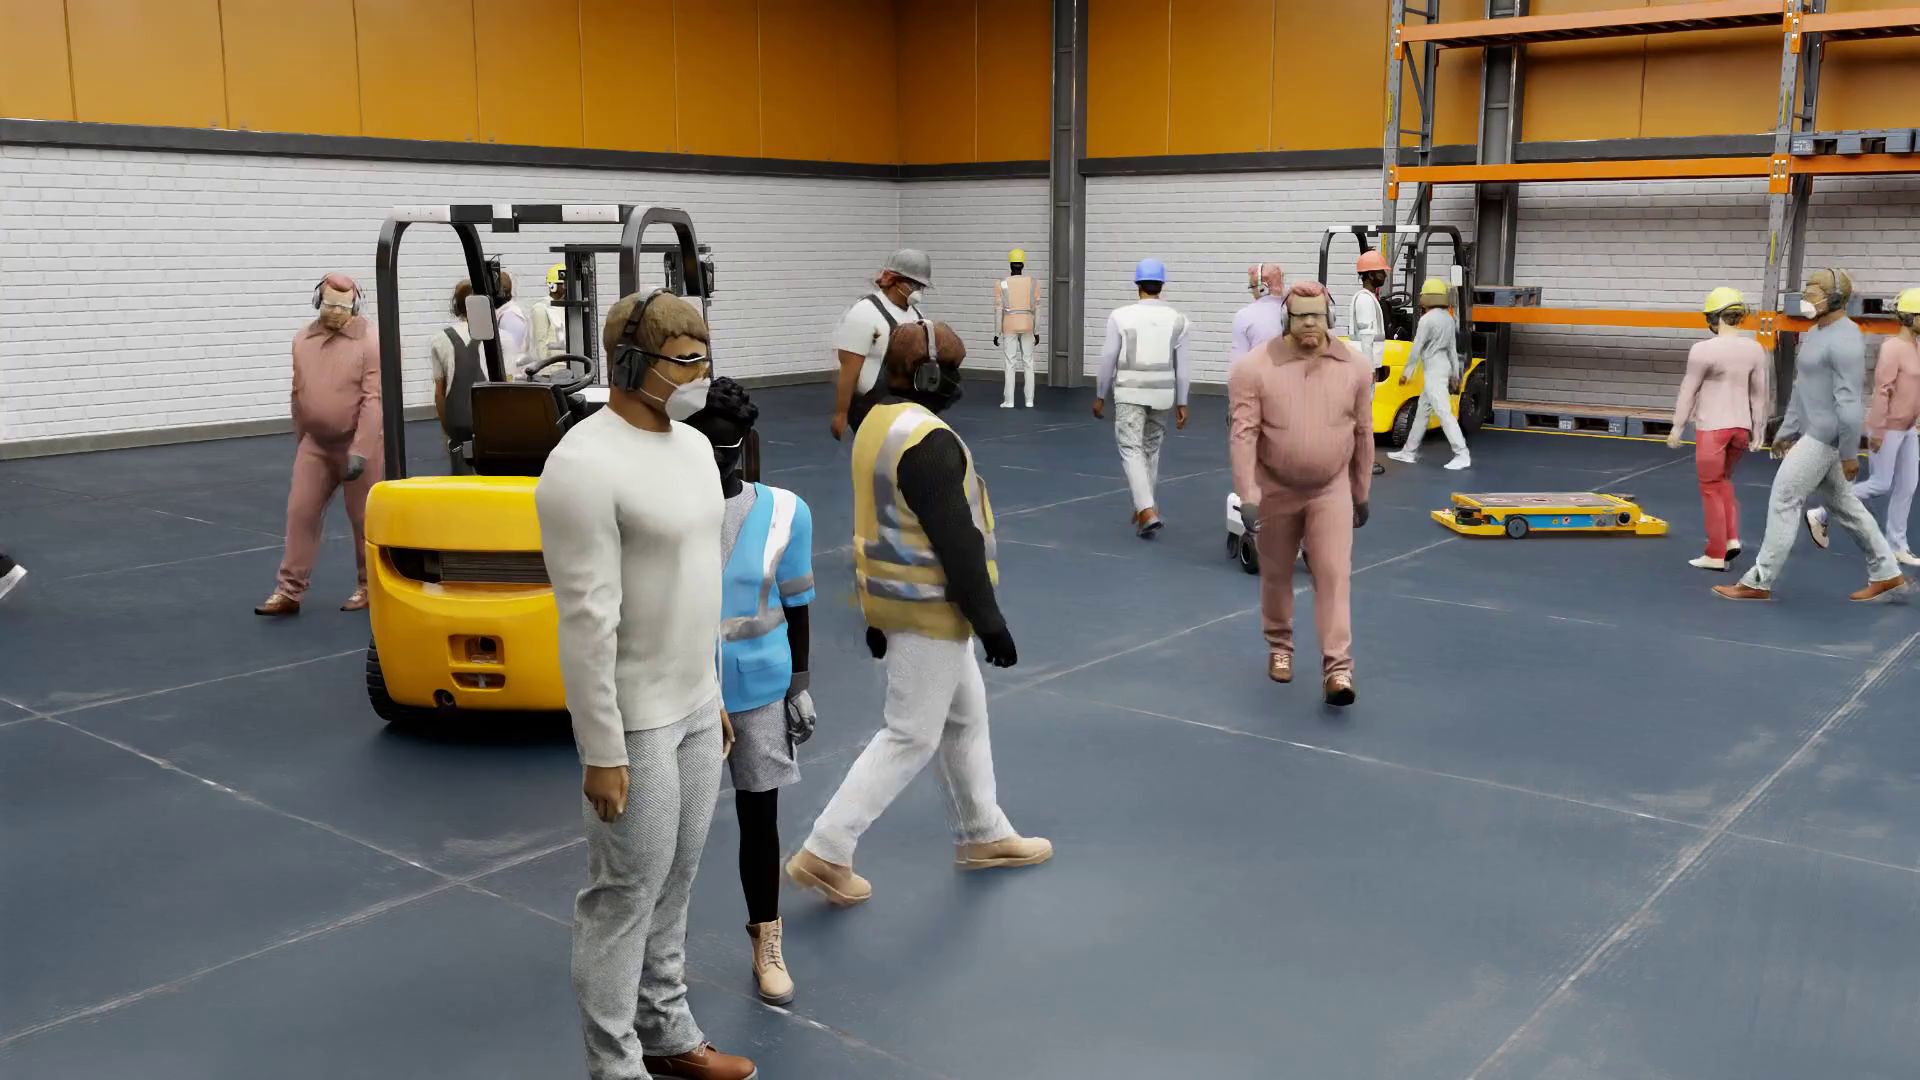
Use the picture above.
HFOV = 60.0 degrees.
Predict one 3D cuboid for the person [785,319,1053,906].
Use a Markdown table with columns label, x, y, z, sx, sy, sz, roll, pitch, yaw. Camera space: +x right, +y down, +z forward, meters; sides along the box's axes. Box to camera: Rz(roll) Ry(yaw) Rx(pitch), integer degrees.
| label | x | y | z | sx | sy | sz | roll | pitch | yaw |
| --- | --- | --- | --- | --- | --- | --- | --- | --- | --- |
| person | -0.133 | 0.222 | 5.136 | 0.892 | 1.803 | 0.630 | -3 | 11 | -16 |

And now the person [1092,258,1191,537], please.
| label | x | y | z | sx | sy | sz | roll | pitch | yaw |
| --- | --- | --- | --- | --- | --- | --- | --- | --- | --- |
| person | 1.281 | -0.968 | 11.521 | 0.648 | 1.926 | 0.886 | -3 | 11 | -14 |

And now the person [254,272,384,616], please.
| label | x | y | z | sx | sy | sz | roll | pitch | yaw |
| --- | --- | --- | --- | --- | --- | --- | --- | --- | --- |
| person | -3.371 | -0.484 | 8.908 | 0.668 | 1.856 | 0.817 | 3 | 11 | 14 |

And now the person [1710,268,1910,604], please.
| label | x | y | z | sx | sy | sz | roll | pitch | yaw |
| --- | --- | --- | --- | --- | --- | --- | --- | --- | --- |
| person | 4.836 | -0.560 | 9.247 | 1.022 | 1.896 | 0.633 | 3 | 11 | 18 |

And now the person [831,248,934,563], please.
| label | x | y | z | sx | sy | sz | roll | pitch | yaw |
| --- | --- | --- | --- | --- | --- | --- | --- | --- | --- |
| person | -0.384 | -0.814 | 10.208 | 0.811 | 2.000 | 0.763 | 6 | 12 | 32 |

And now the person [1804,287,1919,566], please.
| label | x | y | z | sx | sy | sz | roll | pitch | yaw |
| --- | --- | --- | --- | --- | --- | --- | --- | --- | --- |
| person | 5.804 | -0.719 | 10.497 | 0.543 | 1.746 | 0.665 | -8 | 13 | -38 |

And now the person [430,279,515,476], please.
| label | x | y | z | sx | sy | sz | roll | pitch | yaw |
| --- | --- | --- | --- | --- | --- | --- | --- | --- | --- |
| person | -2.882 | -0.660 | 10.034 | 0.529 | 1.792 | 0.929 | 0 | 10 | -2 |

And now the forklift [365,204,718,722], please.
| label | x | y | z | sx | sy | sz | roll | pitch | yaw |
| --- | --- | --- | --- | --- | --- | --- | --- | --- | --- |
| forklift | -1.766 | -0.406 | 7.525 | 1.214 | 2.155 | 2.313 | 1 | 10 | 7 |

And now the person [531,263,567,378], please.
| label | x | y | z | sx | sy | sz | roll | pitch | yaw |
| --- | --- | --- | --- | --- | --- | --- | --- | --- | --- |
| person | -3.595 | -1.571 | 15.004 | 0.403 | 1.825 | 0.592 | 4 | 11 | 22 |

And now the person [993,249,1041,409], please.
| label | x | y | z | sx | sy | sz | roll | pitch | yaw |
| --- | --- | --- | --- | --- | --- | --- | --- | --- | --- |
| person | 0.688 | -2.545 | 20.112 | 0.585 | 1.928 | 0.369 | -2 | 10 | -12 |

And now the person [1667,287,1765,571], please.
| label | x | y | z | sx | sy | sz | roll | pitch | yaw |
| --- | --- | --- | --- | --- | --- | --- | --- | --- | --- |
| person | 4.680 | -0.679 | 10.273 | 0.521 | 1.746 | 0.405 | -4 | 11 | -20 |

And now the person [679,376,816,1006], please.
| label | x | y | z | sx | sy | sz | roll | pitch | yaw |
| --- | --- | --- | --- | --- | --- | --- | --- | --- | --- |
| person | -0.638 | 0.410 | 4.391 | 0.533 | 1.692 | 0.319 | -2 | 10 | -12 |

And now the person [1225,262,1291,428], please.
| label | x | y | z | sx | sy | sz | roll | pitch | yaw |
| --- | --- | --- | --- | --- | --- | --- | --- | --- | --- |
| person | 2.120 | -0.953 | 11.409 | 0.689 | 1.885 | 0.426 | -3 | 11 | -15 |

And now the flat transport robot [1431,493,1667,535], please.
| label | x | y | z | sx | sy | sz | roll | pitch | yaw |
| --- | --- | --- | --- | --- | --- | --- | --- | --- | --- |
| flat transport robot | 4.109 | -0.190 | 11.655 | 1.431 | 0.197 | 0.652 | 0 | 10 | -2 |

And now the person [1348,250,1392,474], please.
| label | x | y | z | sx | sy | sz | roll | pitch | yaw |
| --- | --- | --- | --- | --- | --- | --- | --- | --- | --- |
| person | 3.571 | -1.551 | 14.567 | 0.347 | 1.943 | 0.545 | 2 | 10 | 8 |

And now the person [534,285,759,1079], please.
| label | x | y | z | sx | sy | sz | roll | pitch | yaw |
| --- | --- | --- | --- | --- | --- | --- | --- | --- | --- |
| person | -0.689 | 0.402 | 3.762 | 0.373 | 1.937 | 0.629 | 3 | 11 | 15 |

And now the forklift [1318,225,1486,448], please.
| label | x | y | z | sx | sy | sz | roll | pitch | yaw |
| --- | --- | --- | --- | --- | --- | --- | --- | --- | --- |
| forklift | 4.449 | -2.115 | 16.993 | 1.214 | 2.155 | 2.313 | 8 | 13 | 38 |

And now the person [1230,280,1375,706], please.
| label | x | y | z | sx | sy | sz | roll | pitch | yaw |
| --- | --- | --- | --- | --- | --- | --- | --- | --- | --- |
| person | 1.515 | -0.207 | 7.360 | 0.664 | 1.852 | 0.994 | 1 | 10 | 4 |

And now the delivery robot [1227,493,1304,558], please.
| label | x | y | z | sx | sy | sz | roll | pitch | yaw |
| --- | --- | --- | --- | --- | --- | --- | --- | --- | --- |
| delivery robot | 1.938 | -0.151 | 10.393 | 0.477 | 0.478 | 0.707 | -2 | 11 | -12 |

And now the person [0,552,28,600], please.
| label | x | y | z | sx | sy | sz | roll | pitch | yaw |
| --- | --- | --- | --- | --- | --- | --- | --- | --- | --- |
| person | -5.358 | -0.489 | 8.783 | 0.447 | 1.908 | 0.590 | -5 | 11 | -24 |

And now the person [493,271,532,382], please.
| label | x | y | z | sx | sy | sz | roll | pitch | yaw |
| --- | --- | --- | --- | --- | --- | --- | --- | --- | --- |
| person | -3.433 | -1.159 | 12.768 | 0.830 | 1.816 | 0.628 | -6 | 12 | -29 |

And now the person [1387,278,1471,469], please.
| label | x | y | z | sx | sy | sz | roll | pitch | yaw |
| --- | --- | --- | --- | --- | --- | --- | --- | --- | --- |
| person | 4.278 | -1.496 | 14.950 | 0.897 | 1.693 | 0.494 | 9 | 14 | 41 |
